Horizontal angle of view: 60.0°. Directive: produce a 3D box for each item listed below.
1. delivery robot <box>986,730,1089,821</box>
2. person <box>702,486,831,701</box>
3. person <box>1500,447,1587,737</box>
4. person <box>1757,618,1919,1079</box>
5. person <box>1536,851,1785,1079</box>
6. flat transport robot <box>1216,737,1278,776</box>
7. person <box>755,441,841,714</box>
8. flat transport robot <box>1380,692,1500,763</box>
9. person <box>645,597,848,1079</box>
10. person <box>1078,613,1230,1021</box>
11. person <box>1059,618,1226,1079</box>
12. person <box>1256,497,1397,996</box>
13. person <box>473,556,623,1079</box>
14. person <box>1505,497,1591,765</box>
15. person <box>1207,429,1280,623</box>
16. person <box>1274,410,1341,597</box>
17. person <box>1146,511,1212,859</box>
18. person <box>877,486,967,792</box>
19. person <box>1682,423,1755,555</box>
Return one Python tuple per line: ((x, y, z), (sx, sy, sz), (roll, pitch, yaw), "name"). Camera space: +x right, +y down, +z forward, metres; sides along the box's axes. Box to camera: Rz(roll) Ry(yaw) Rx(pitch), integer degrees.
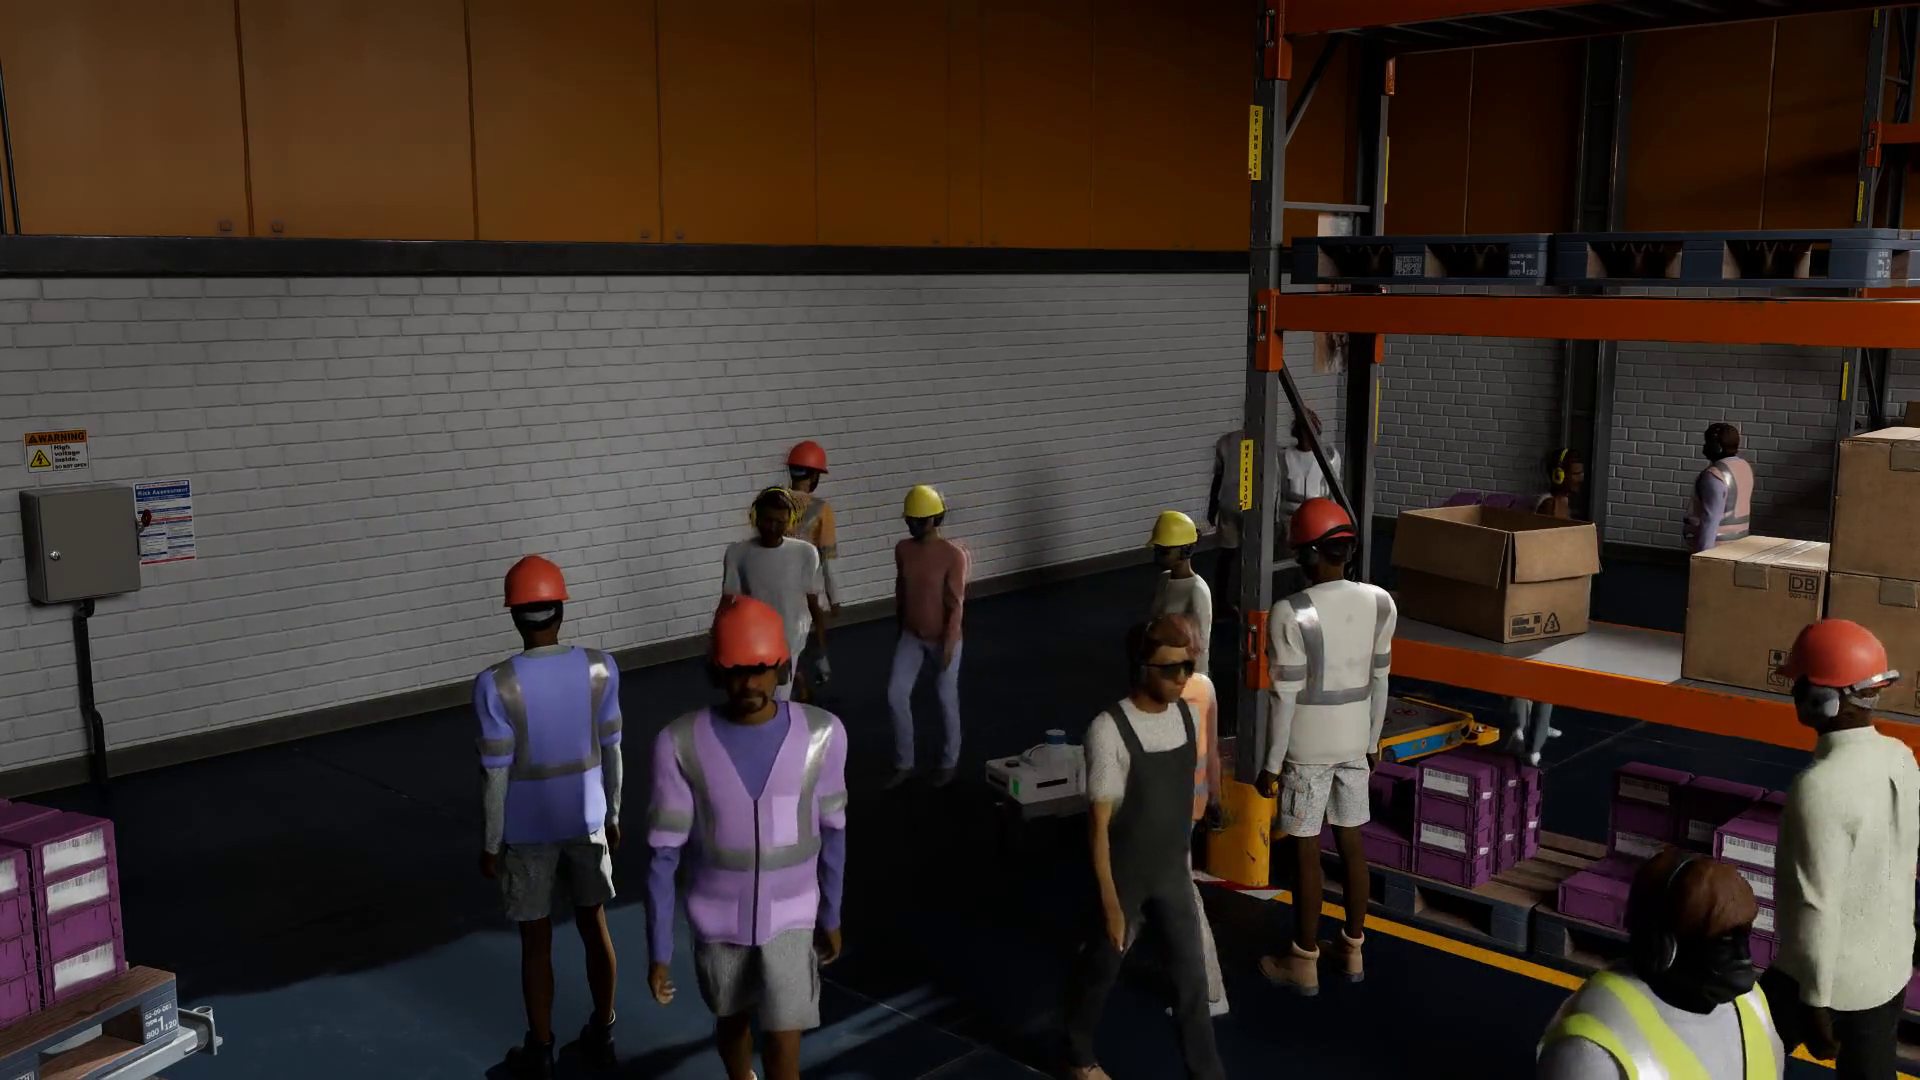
((0.493, 1.229, 8.632), (0.707, 0.478, 0.477), (-5, 11, -29), "delivery robot")
((-1.035, 0.618, 8.782), (0.650, 1.815, 0.834), (1, 9, 6), "person")
((3.685, 0.328, 10.480), (0.418, 1.847, 0.540), (8, 12, 40), "person")
((2.443, 1.190, 4.839), (0.612, 1.961, 0.833), (-6, 11, -31), "person")
((1.396, 1.502, 3.362), (0.629, 1.828, 0.477), (-5, 11, -29), "person")
((1.365, 1.306, 9.316), (1.431, 0.197, 0.652), (-5, 10, -26), "flat transport robot")
((-1.002, 0.328, 10.401), (0.575, 1.880, 0.861), (7, 11, 35), "person")
((2.567, 1.173, 10.129), (1.431, 0.197, 0.652), (-6, 11, -35), "flat transport robot")
((-0.644, 1.141, 5.114), (0.622, 1.989, 1.078), (-2, 9, -10), "person")
((0.771, 1.082, 6.617), (0.774, 1.586, 0.624), (8, 12, 40), "person")
((0.639, 1.148, 5.633), (0.529, 1.793, 0.959), (-6, 11, -34), "person")
((1.465, 0.838, 6.796), (0.605, 2.036, 0.383), (-5, 10, -28), "person")
((-1.491, 1.015, 6.031), (0.542, 1.929, 0.374), (-6, 11, -34), "person")
((3.434, 0.554, 9.823), (0.537, 1.610, 0.460), (2, 10, 13), "person")
((2.335, -0.258, 13.845), (0.746, 1.934, 0.482), (7, 12, 37), "person")
((2.757, -0.141, 13.431), (0.599, 1.834, 1.006), (2, 9, 11), "person")
((1.079, 0.725, 8.342), (0.343, 1.759, 0.533), (-3, 10, -15), "person")
((-0.214, 0.569, 9.320), (0.540, 1.739, 0.650), (6, 11, 35), "person")
((5.487, 0.067, 12.108), (0.636, 1.842, 0.429), (-9, 13, -43), "person")
